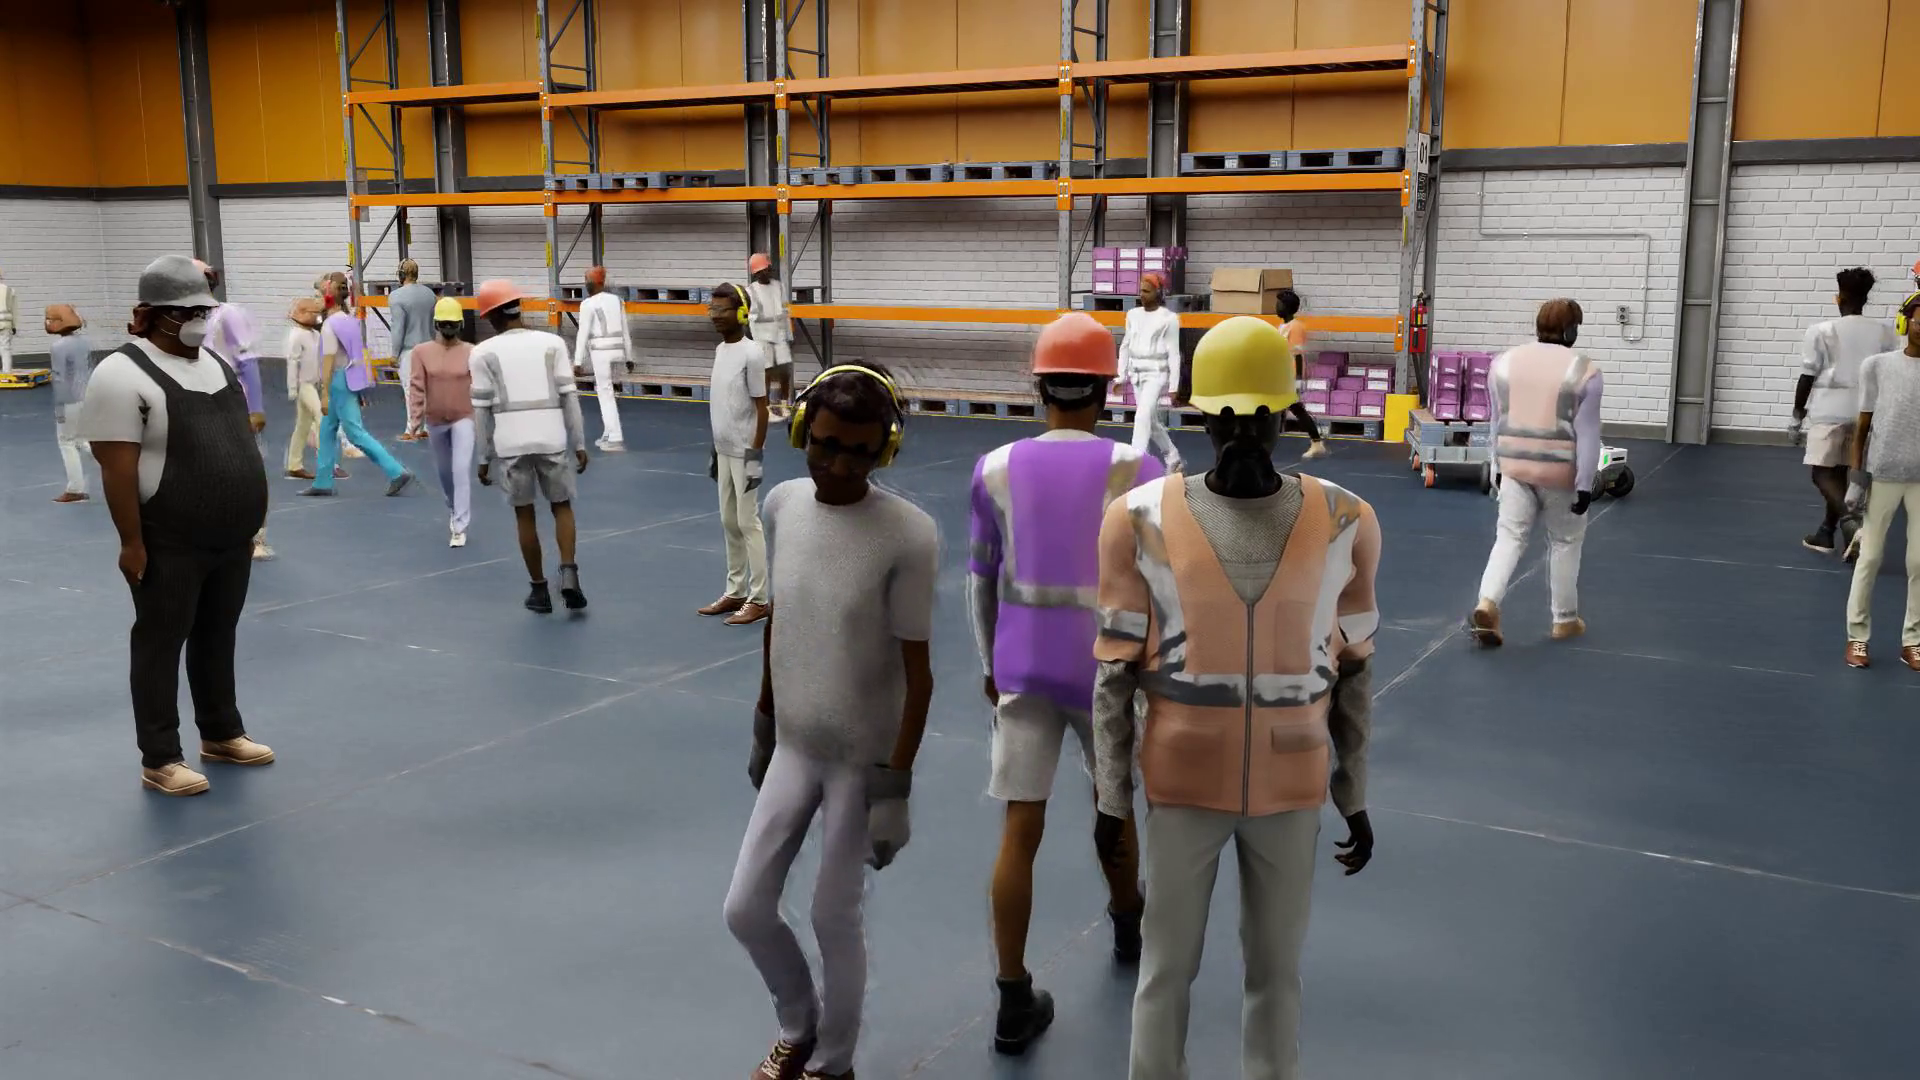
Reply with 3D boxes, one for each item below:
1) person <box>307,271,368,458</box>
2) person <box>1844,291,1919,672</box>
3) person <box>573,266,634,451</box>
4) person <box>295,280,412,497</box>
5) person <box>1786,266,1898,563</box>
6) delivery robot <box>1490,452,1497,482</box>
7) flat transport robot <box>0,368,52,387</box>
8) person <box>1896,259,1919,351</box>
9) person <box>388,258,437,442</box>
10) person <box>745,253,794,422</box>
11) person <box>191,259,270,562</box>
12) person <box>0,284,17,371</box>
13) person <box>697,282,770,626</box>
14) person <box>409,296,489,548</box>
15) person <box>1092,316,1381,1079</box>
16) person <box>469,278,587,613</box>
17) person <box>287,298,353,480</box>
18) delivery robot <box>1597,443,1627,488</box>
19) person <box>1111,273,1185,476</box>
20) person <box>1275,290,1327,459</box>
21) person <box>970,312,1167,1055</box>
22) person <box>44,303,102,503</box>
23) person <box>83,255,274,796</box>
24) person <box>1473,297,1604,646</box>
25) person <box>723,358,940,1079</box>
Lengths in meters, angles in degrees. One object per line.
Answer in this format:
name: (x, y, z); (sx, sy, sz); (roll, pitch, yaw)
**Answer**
person: (-6.166, -1.714, 16.304); (0.668, 1.828, 0.629); (0, 10, 0)
person: (4.607, -0.283, 8.116); (0.513, 1.861, 0.315); (4, 11, 20)
person: (-3.645, -1.833, 16.860); (0.643, 1.860, 0.612); (5, 11, 28)
person: (-5.018, -1.238, 13.694); (0.942, 1.808, 0.583); (-1, 10, -5)
person: (5.845, -0.821, 10.949); (0.606, 1.935, 0.859); (-1, 10, -3)
delivery robot: (4.507, -0.639, 13.554); (0.477, 0.478, 0.707); (3, 11, 17)
flat transport robot: (-13.907, -2.395, 24.567); (0.652, 0.197, 1.431); (-2, 10, -12)
person: (8.293, -1.462, 14.402); (0.392, 1.995, 0.612); (6, 11, 29)
person: (-5.792, -2.000, 17.612); (0.372, 1.940, 0.630); (4, 11, 24)
person: (-2.220, -2.344, 19.443); (0.710, 1.986, 0.481); (-8, 13, -37)
person: (-4.846, -0.846, 10.977); (0.722, 1.988, 0.379); (6, 12, 31)
person: (-14.338, -3.184, 24.694); (0.599, 1.804, 0.757); (-10, 14, -43)
person: (-1.244, -0.470, 9.143); (0.319, 1.870, 0.532); (-7, 12, -35)
person: (-3.577, -0.862, 11.753); (0.522, 1.728, 0.877); (-1, 10, -4)
person: (0.573, 0.502, 3.472); (0.596, 1.925, 0.372); (0, 10, 0)
person: (-2.428, -0.518, 9.366); (0.605, 1.887, 0.676); (-4, 11, -21)
person: (-5.652, -1.320, 14.672); (0.732, 1.602, 0.519); (0, 10, 0)
delivery robot: (5.128, -0.677, 13.767); (0.477, 0.478, 0.707); (-8, 13, -37)
person: (1.676, -1.394, 14.460); (0.934, 1.847, 0.574); (-7, 12, -36)
person: (3.180, -1.584, 16.064); (0.881, 1.651, 0.542); (-1, 10, -4)
person: (0.309, 0.341, 4.504); (0.596, 1.883, 0.966); (3, 11, 18)
person: (-7.097, -1.099, 13.389); (0.470, 1.616, 0.516); (0, 10, 1)
person: (-2.926, -0.068, 6.381); (0.536, 2.000, 0.688); (3, 10, 16)
person: (2.997, -0.346, 8.615); (0.626, 1.813, 0.833); (9, 13, 41)
person: (-0.303, 0.500, 3.757); (0.597, 1.830, 0.415); (7, 12, 36)
